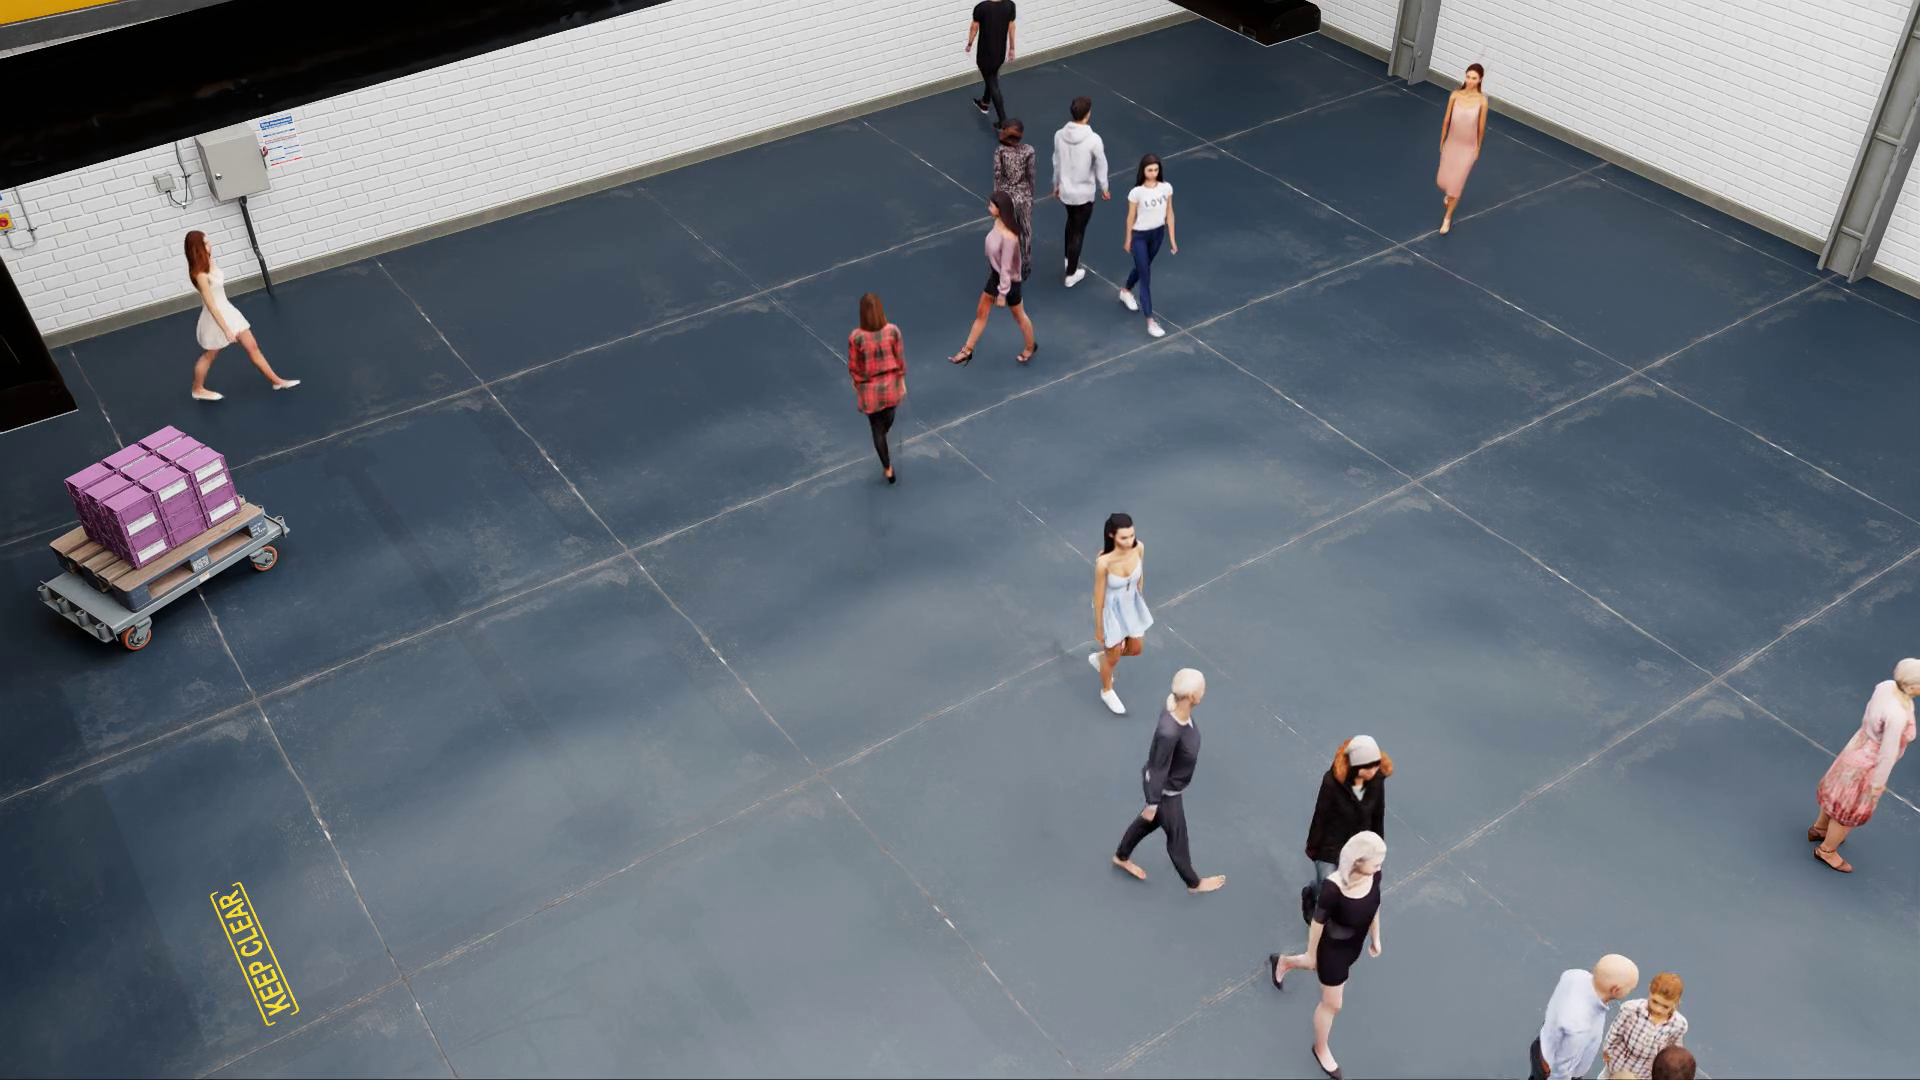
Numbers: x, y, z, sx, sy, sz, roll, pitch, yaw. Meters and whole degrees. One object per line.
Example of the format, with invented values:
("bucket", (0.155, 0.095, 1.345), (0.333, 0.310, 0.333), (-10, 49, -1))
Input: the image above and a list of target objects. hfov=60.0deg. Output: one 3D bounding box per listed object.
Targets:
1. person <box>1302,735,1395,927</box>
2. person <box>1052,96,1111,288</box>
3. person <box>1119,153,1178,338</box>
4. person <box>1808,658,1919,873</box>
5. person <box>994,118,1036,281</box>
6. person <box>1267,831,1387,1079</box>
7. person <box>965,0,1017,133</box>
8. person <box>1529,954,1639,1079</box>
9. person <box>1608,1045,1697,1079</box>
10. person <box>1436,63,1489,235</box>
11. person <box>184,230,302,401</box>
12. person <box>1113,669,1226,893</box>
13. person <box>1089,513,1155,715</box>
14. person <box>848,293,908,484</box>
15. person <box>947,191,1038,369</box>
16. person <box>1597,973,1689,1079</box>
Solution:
("person", (2.293, 1.753, 10.129), (0.706, 1.630, 0.698), (-11, 40, -14))
("person", (1.108, -3.380, 16.336), (0.841, 1.905, 0.901), (23, 44, 26))
("person", (1.741, -2.878, 15.849), (0.694, 1.728, 1.154), (-18, 42, -21))
("person", (5.744, 1.397, 10.526), (0.748, 1.691, 0.698), (10, 40, 12))
("person", (0.539, -3.369, 16.475), (0.653, 1.714, 0.674), (-3, 39, -4))
("person", (2.085, 2.227, 9.394), (0.613, 1.807, 1.015), (-22, 44, -25))
("person", (0.408, -5.612, 19.198), (0.736, 1.821, 1.175), (-20, 43, -23))
("person", (3.045, 2.779, 8.742), (0.860, 1.758, 0.830), (14, 41, 17))
("person", (3.335, 3.110, 8.253), (0.630, 1.851, 0.791), (24, 45, 27))
("person", (5.237, -4.100, 17.304), (0.832, 1.822, 0.836), (18, 42, 21))
("person", (-6.654, -1.928, 14.715), (1.021, 1.659, 1.183), (-4, 39, -5))
("person", (1.209, 1.493, 10.408), (1.094, 1.688, 1.015), (12, 40, 14))
("person", (1.052, 0.460, 11.677), (0.587, 1.720, 0.692), (-24, 44, -27))
("person", (-0.664, -1.211, 13.817), (0.865, 1.660, 1.108), (-7, 39, -9))
("person", (0.517, -2.320, 15.127), (0.963, 1.757, 1.141), (-11, 40, -13))
("person", (3.707, 2.794, 9.080), (0.588, 1.312, 0.677), (16, 41, 19))
